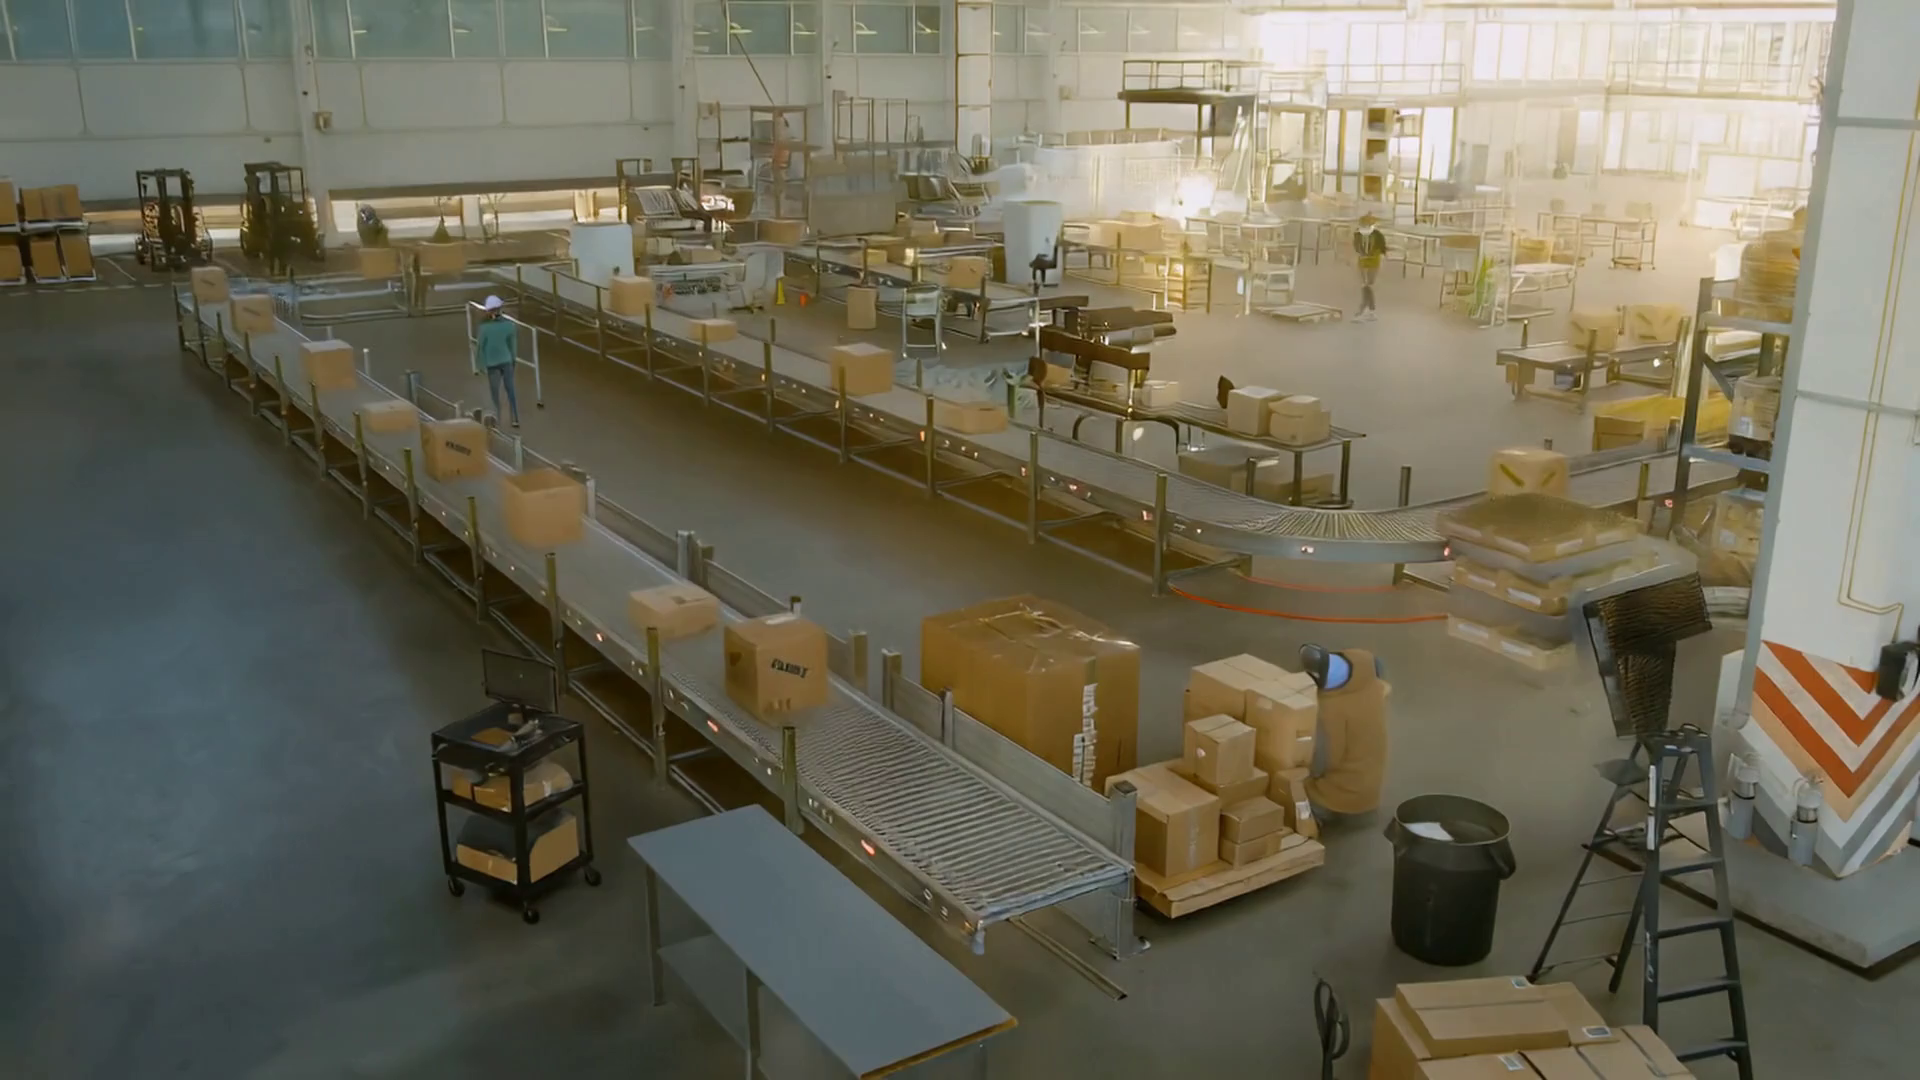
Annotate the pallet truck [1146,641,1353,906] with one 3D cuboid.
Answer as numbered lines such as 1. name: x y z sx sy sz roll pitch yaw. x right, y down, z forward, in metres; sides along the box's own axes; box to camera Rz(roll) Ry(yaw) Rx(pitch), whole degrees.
1. pallet truck: 1.664 1.407 10.232 1.630 1.274 0.653 -10 20 -31

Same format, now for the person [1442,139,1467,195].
1. person: 16.550 -12.428 55.402 0.924 1.802 0.542 8 19 25

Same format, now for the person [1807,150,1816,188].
1. person: 27.186 -11.691 52.688 0.601 1.958 0.390 12 21 35

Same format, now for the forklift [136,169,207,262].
1. forklift: -17.842 -7.318 37.559 1.157 1.987 2.680 -10 20 -31

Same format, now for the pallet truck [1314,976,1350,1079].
1. pallet truck: 2.299 2.390 7.086 1.601 1.201 0.680 -2 17 -7

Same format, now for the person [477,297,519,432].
1. person: -6.042 -2.296 21.756 0.533 1.767 0.325 -13 21 -37

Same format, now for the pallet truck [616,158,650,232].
1. pallet truck: -8.918 -9.176 44.255 0.823 1.965 1.885 -9 19 -27

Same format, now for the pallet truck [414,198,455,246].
1. pallet truck: -13.250 -8.060 41.856 0.680 1.201 1.601 -10 20 -31

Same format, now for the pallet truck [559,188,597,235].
1. pallet truck: -10.010 -8.652 43.699 0.653 1.274 1.630 -10 20 -31

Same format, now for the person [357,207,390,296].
1. person: -11.475 -5.560 32.473 0.657 1.851 0.973 8 19 25

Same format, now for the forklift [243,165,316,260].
1. forklift: -15.898 -7.669 38.708 1.157 1.987 2.680 -11 20 -33

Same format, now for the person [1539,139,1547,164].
1. person: 21.980 -14.502 62.630 0.309 1.611 0.609 13 21 37

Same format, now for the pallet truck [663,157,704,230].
1. pallet truck: -7.586 -9.308 44.692 0.823 1.965 1.885 -11 20 -33

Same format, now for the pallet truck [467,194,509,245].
1. pallet truck: -11.983 -8.177 42.137 0.704 1.261 1.522 -11 20 -33

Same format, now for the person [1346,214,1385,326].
1. person: 7.322 -4.871 29.967 0.917 1.985 0.637 -13 21 -36
